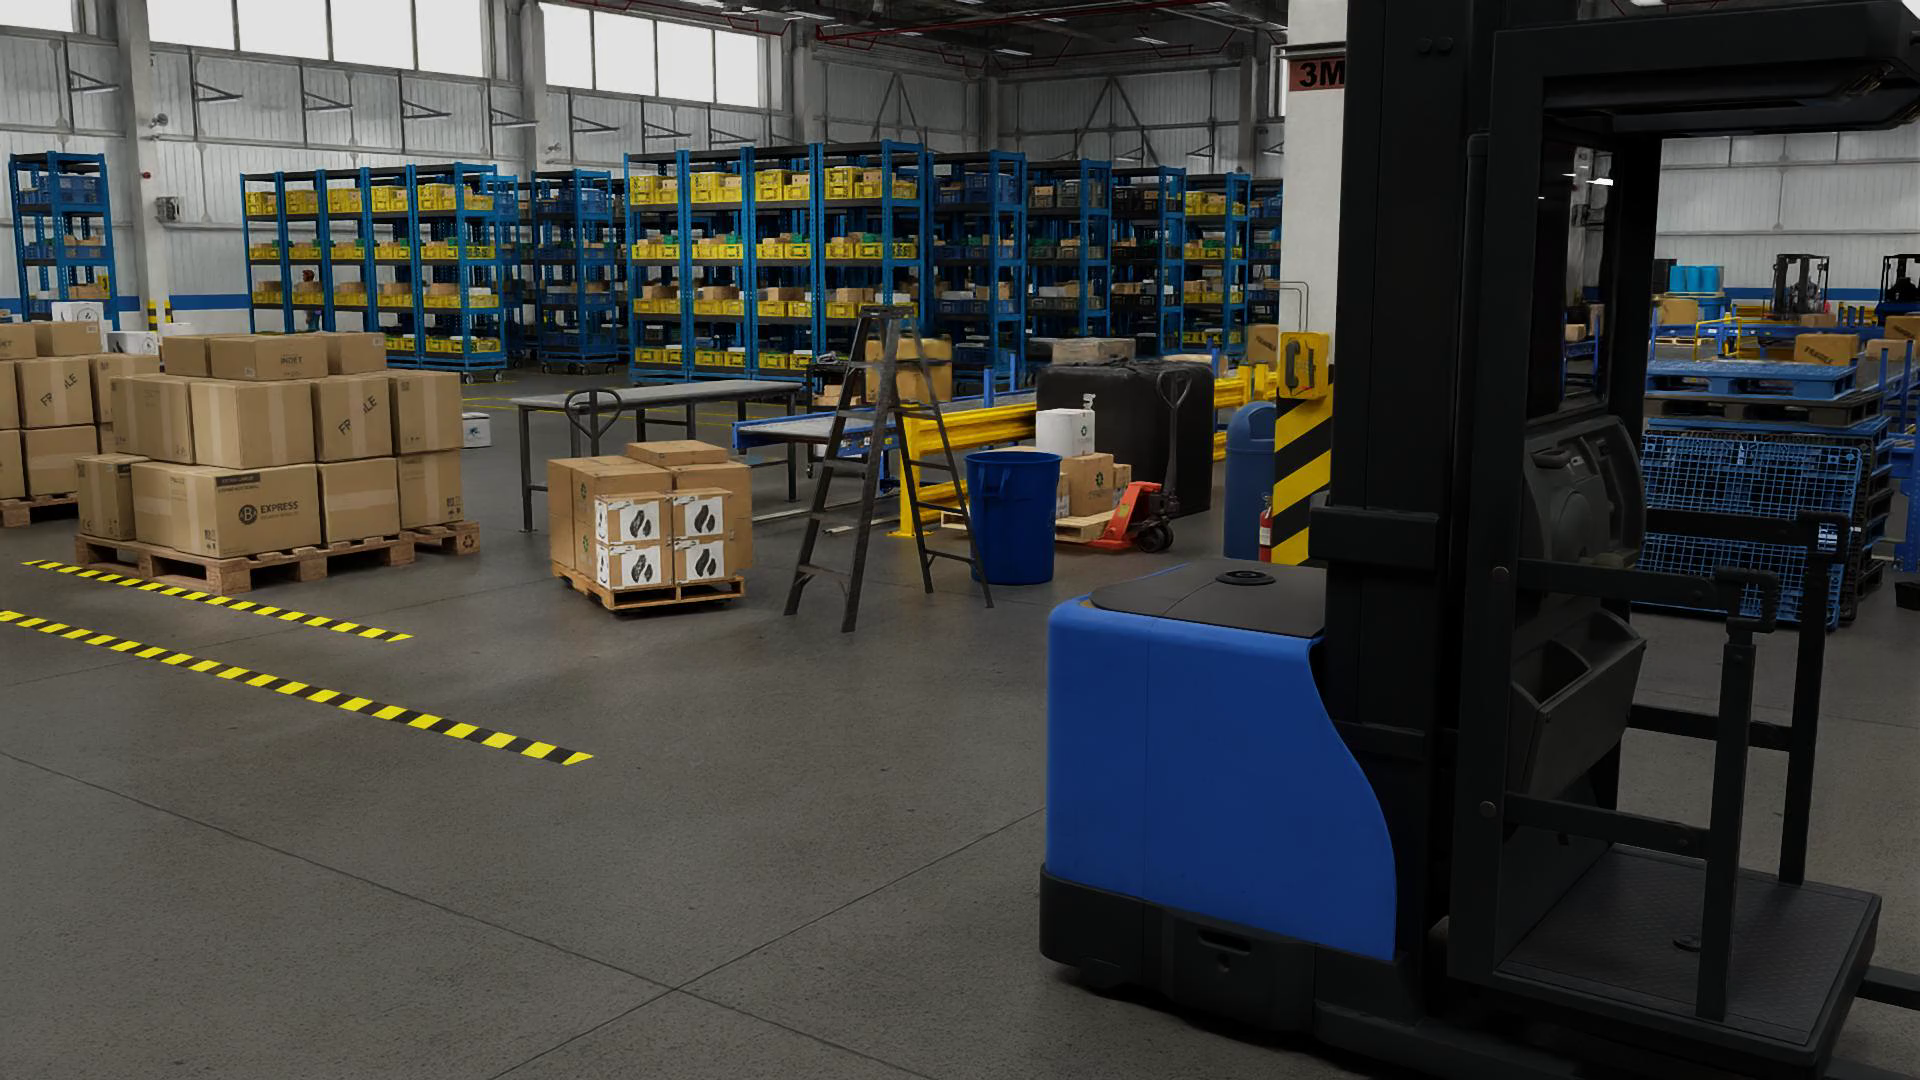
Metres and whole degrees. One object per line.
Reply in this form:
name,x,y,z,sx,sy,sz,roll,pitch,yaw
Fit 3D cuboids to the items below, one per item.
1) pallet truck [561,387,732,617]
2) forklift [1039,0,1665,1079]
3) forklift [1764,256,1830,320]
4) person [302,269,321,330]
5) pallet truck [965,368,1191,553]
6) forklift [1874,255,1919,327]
pallet truck,-1.981,-0.274,10.088,0.680,1.201,1.601,-5,11,-28
forklift,1.249,-0.137,4.360,1.873,2.768,1.129,7,12,35
forklift,20.253,-5.854,40.139,1.157,1.987,2.680,7,12,35
person,-13.231,-4.599,34.006,0.389,1.846,0.564,-1,10,-8
pallet truck,0.845,-0.609,11.869,1.630,1.274,0.653,7,12,35
forklift,22.089,-5.634,38.796,1.157,1.987,2.680,6,11,33
